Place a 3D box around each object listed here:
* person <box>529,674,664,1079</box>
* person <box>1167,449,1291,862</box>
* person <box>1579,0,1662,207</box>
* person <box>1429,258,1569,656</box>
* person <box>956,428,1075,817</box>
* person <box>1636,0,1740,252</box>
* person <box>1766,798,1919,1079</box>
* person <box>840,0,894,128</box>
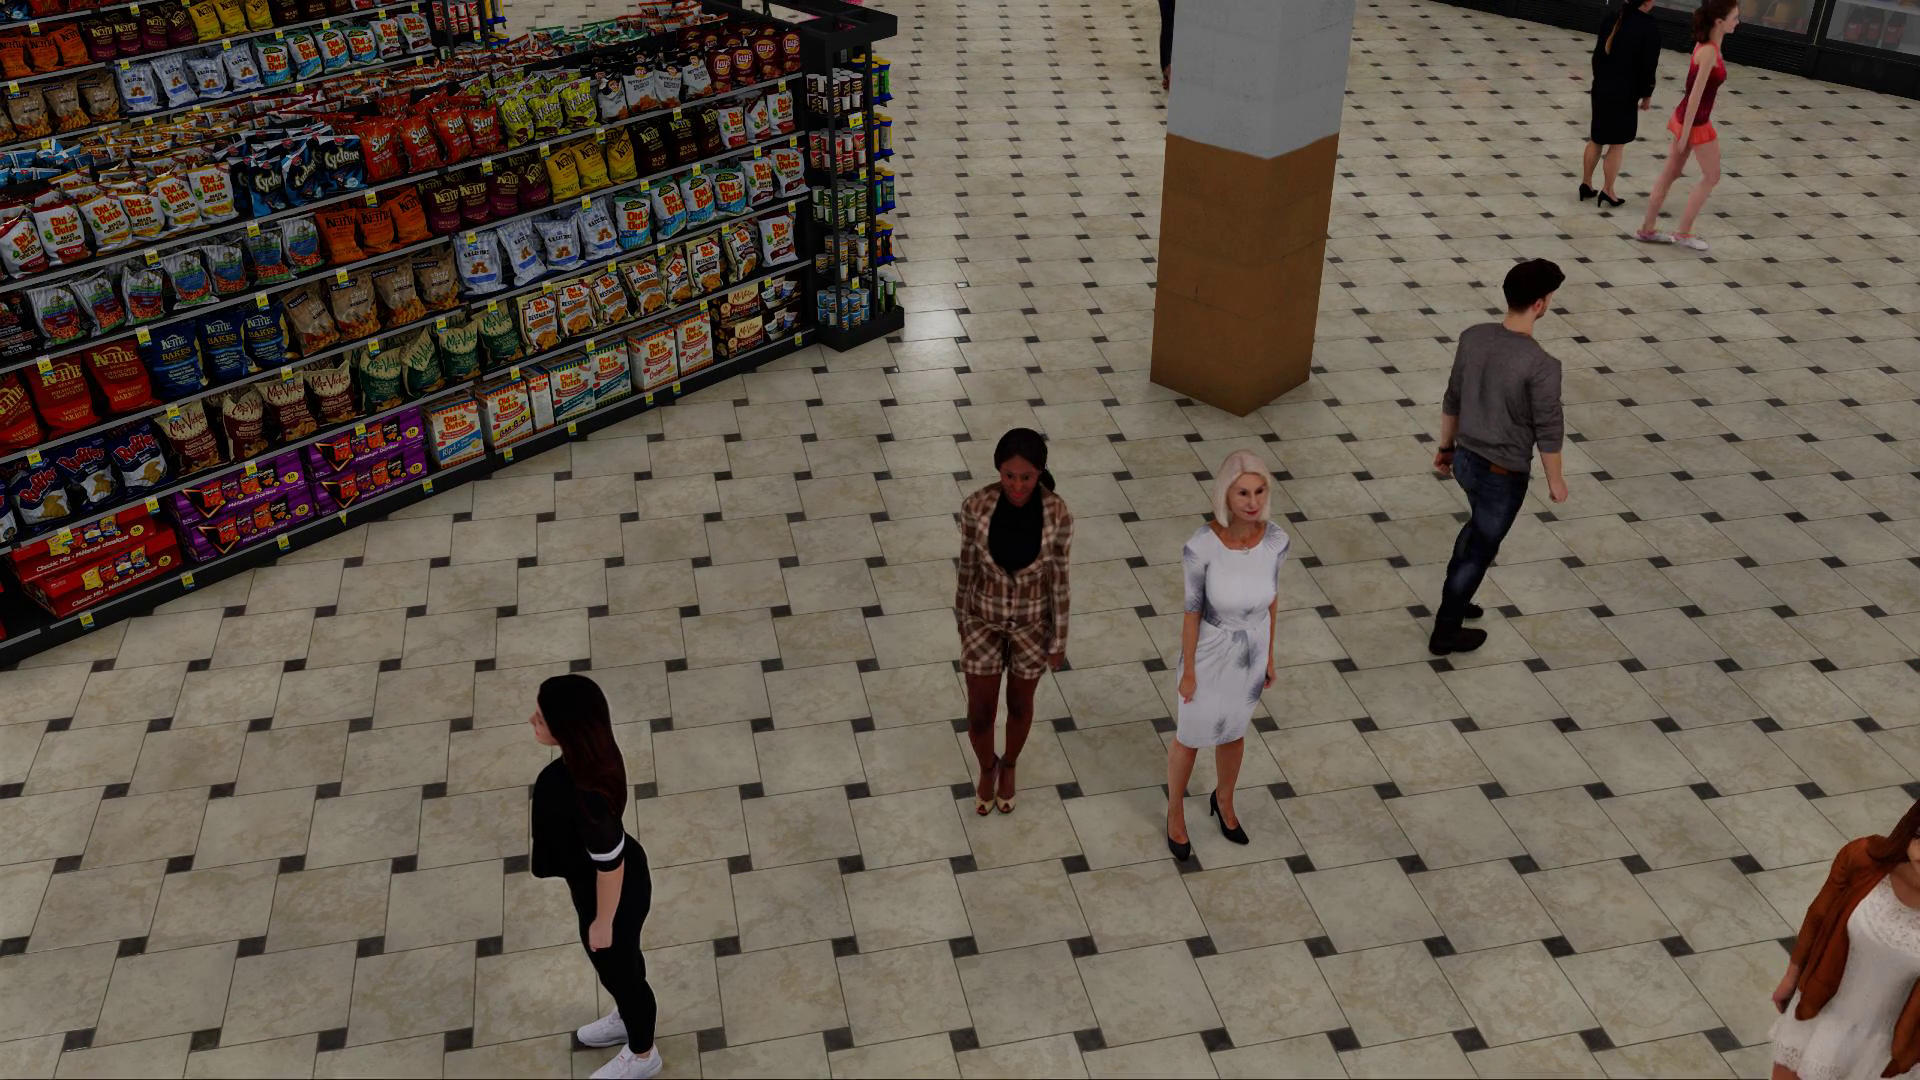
[{"bbox_3d":[-1.141,1.096,5.307,0.724,1.639,0.704,-9,33,-15],"label":"person"},{"bbox_3d":[0.989,0.438,6.258,0.576,1.752,0.694,-11,33,-17],"label":"person"},{"bbox_3d":[4.890,-3.319,12.373,0.725,1.671,0.760,-17,36,-25],"label":"person"},{"bbox_3d":[2.268,-0.294,7.310,0.786,1.884,0.789,-14,34,-21],"label":"person"},{"bbox_3d":[0.201,0.307,6.444,0.738,1.777,0.793,3,32,5],"label":"person"},{"bbox_3d":[5.035,-2.900,11.638,0.803,1.737,0.754,4,32,7],"label":"person"},{"bbox_3d":[2.662,1.333,4.858,0.673,1.711,0.703,23,38,32],"label":"person"},{"bbox_3d":[-1.033,-4.231,13.817,1.018,1.694,1.087,7,32,10],"label":"person"}]
